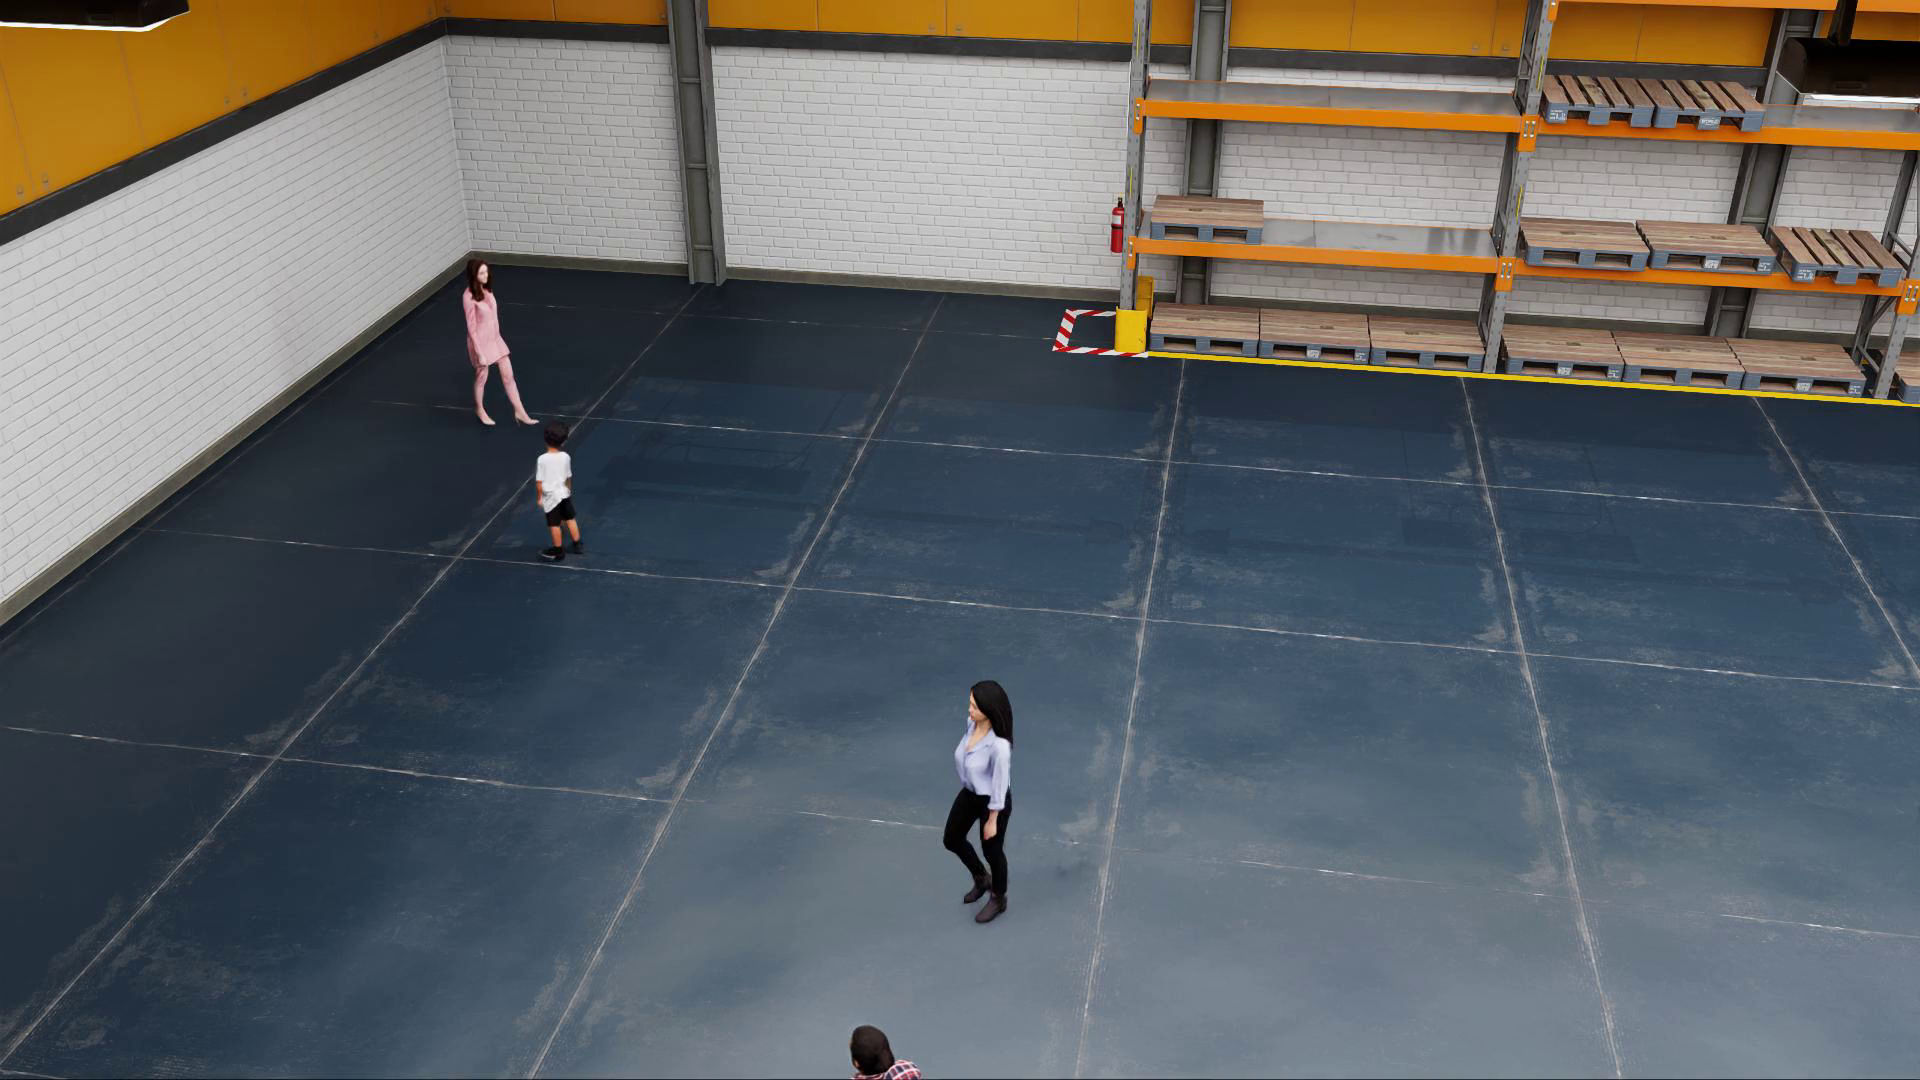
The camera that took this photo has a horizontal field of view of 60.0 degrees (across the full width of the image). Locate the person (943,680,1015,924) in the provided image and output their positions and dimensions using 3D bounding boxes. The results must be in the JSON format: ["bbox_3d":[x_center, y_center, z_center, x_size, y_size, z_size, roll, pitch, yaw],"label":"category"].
[{"bbox_3d":[0.235,1.586,10.098,0.811,1.735,0.759,-17,33,-28],"label":"person"}]

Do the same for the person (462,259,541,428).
[{"bbox_3d":[-4.787,-1.936,16.516,1.036,1.771,0.801,11,31,20],"label":"person"}]

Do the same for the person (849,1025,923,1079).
[{"bbox_3d":[-0.400,2.895,7.669,0.787,1.762,0.823,-22,36,-35],"label":"person"}]

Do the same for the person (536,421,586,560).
[{"bbox_3d":[-3.484,-0.406,14.262,0.652,1.244,0.623,13,31,23],"label":"person"}]
